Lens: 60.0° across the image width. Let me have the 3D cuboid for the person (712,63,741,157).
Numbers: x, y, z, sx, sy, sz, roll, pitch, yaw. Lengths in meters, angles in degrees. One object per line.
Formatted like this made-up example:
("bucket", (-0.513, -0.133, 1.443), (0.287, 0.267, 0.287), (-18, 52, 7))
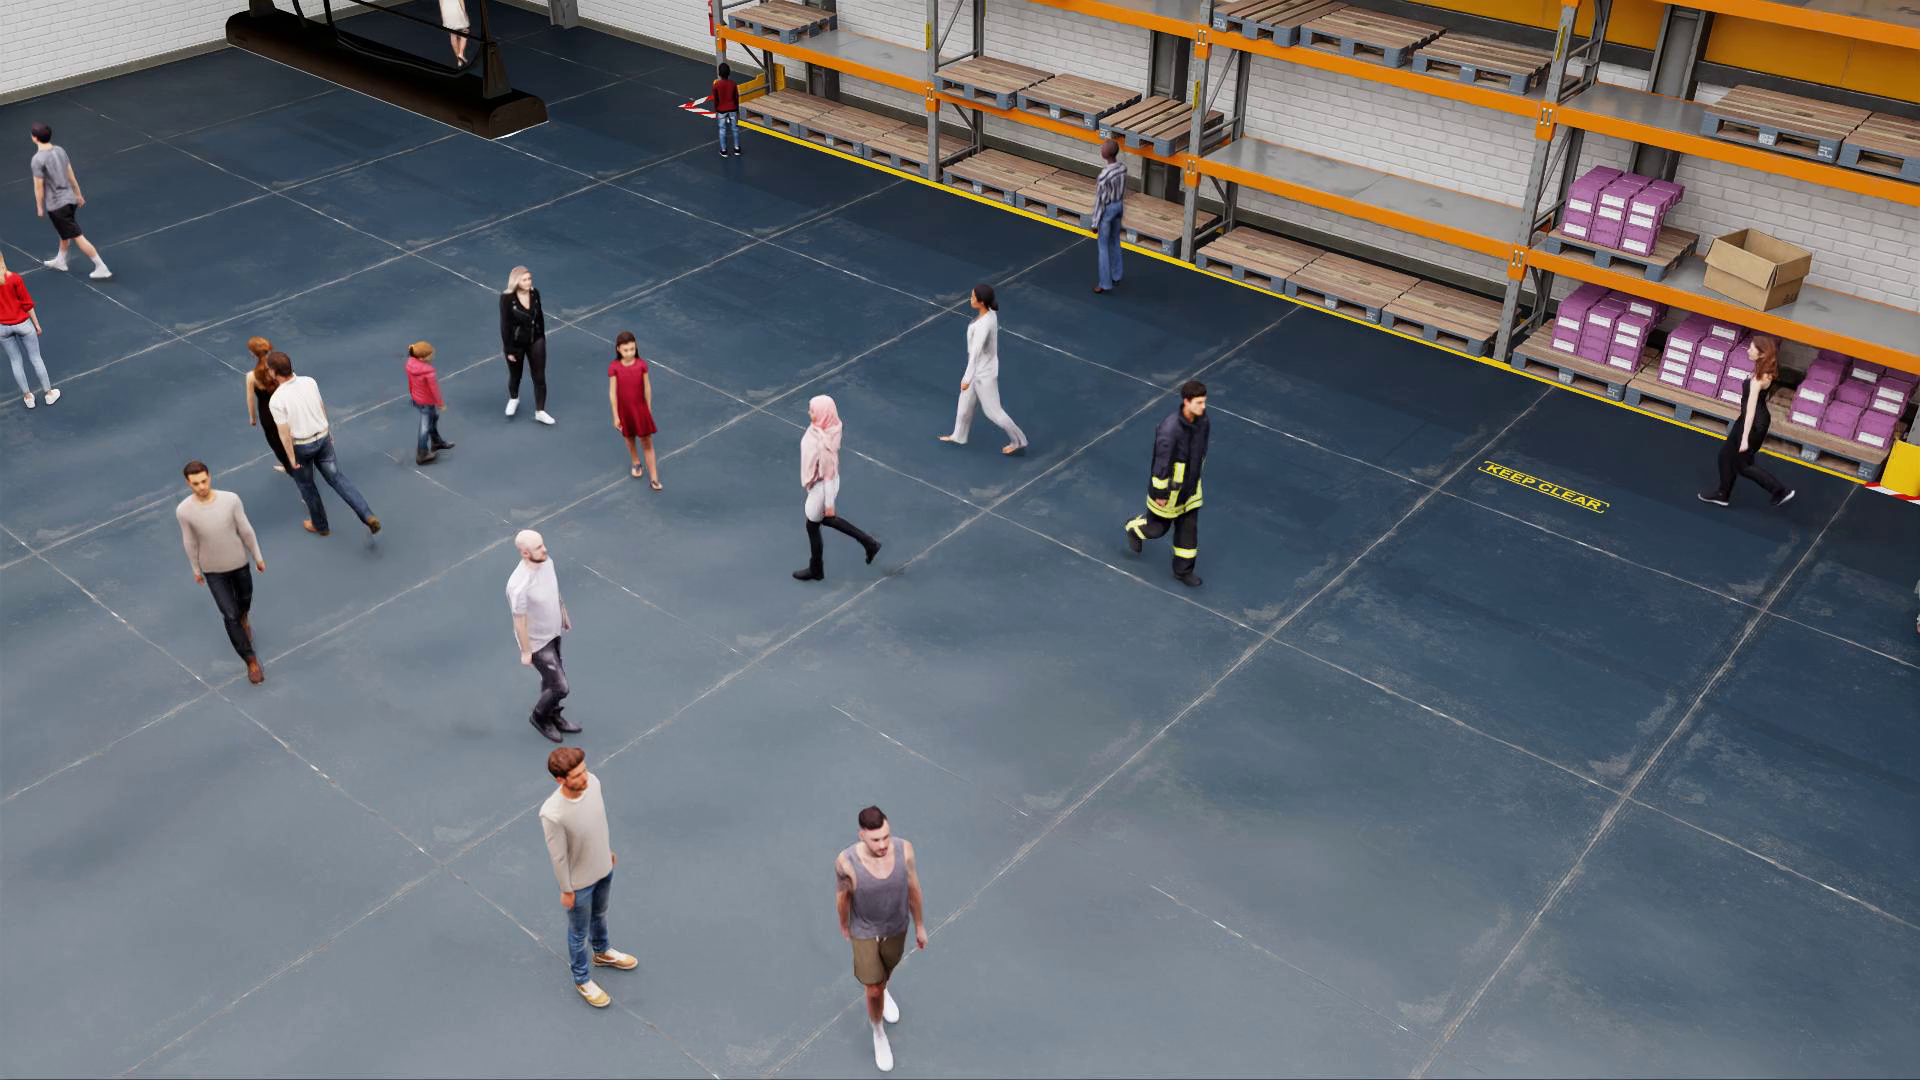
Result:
("person", (-3.161, -5.833, 22.528), (0.572, 1.254, 0.606), (-12, 35, -17))

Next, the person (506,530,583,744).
("person", (-3.140, 0.697, 12.188), (0.808, 1.824, 0.799), (8, 34, 12))

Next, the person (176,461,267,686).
("person", (-5.744, 0.158, 12.993), (0.920, 1.831, 1.262), (-20, 38, -27))

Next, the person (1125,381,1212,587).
("person", (1.754, -0.523, 13.955), (0.955, 1.900, 1.200), (-22, 39, -29))

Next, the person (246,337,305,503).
("person", (-6.120, -1.035, 15.022), (1.093, 1.572, 0.582), (24, 41, 32))

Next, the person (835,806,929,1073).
("person", (-0.496, 2.214, 9.909), (0.872, 1.821, 1.007), (-13, 36, -19))

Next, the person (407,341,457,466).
("person", (-5.094, -1.303, 15.684), (0.652, 1.285, 0.704), (26, 42, 34))

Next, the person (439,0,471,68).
("person", (-7.783, -8.061, 25.479), (0.822, 1.698, 0.867), (-1, 34, -1))

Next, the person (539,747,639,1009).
("person", (-2.306, 2.002, 10.153), (0.680, 1.904, 0.718), (14, 36, 20))

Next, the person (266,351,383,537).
("person", (-5.561, -0.781, 14.415), (1.119, 1.821, 0.747), (25, 41, 32))

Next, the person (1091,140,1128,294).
("person", (1.695, -3.634, 18.734), (0.517, 1.791, 0.628), (25, 41, 32))

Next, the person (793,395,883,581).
("person", (-1.049, -0.422, 13.905), (1.097, 1.788, 0.997), (0, 34, 0))

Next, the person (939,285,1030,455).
("person", (0.305, -1.578, 15.711), (1.214, 1.713, 1.037), (4, 34, 6))

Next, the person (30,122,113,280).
("person", (-10.174, -3.815, 18.975), (1.262, 1.827, 1.011), (8, 34, 12))

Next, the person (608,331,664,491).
("person", (-3.052, -1.243, 15.380), (0.883, 1.522, 1.029), (-9, 35, -13))

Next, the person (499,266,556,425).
("person", (-4.304, -1.920, 16.277), (0.745, 1.657, 0.942), (-20, 39, -27))

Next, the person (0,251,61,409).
("person", (-9.410, -2.121, 16.537), (0.694, 1.702, 0.686), (-12, 35, -17))

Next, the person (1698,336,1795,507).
("person", (7.167, -0.988, 14.831), (1.041, 1.705, 0.736), (16, 37, 22))
